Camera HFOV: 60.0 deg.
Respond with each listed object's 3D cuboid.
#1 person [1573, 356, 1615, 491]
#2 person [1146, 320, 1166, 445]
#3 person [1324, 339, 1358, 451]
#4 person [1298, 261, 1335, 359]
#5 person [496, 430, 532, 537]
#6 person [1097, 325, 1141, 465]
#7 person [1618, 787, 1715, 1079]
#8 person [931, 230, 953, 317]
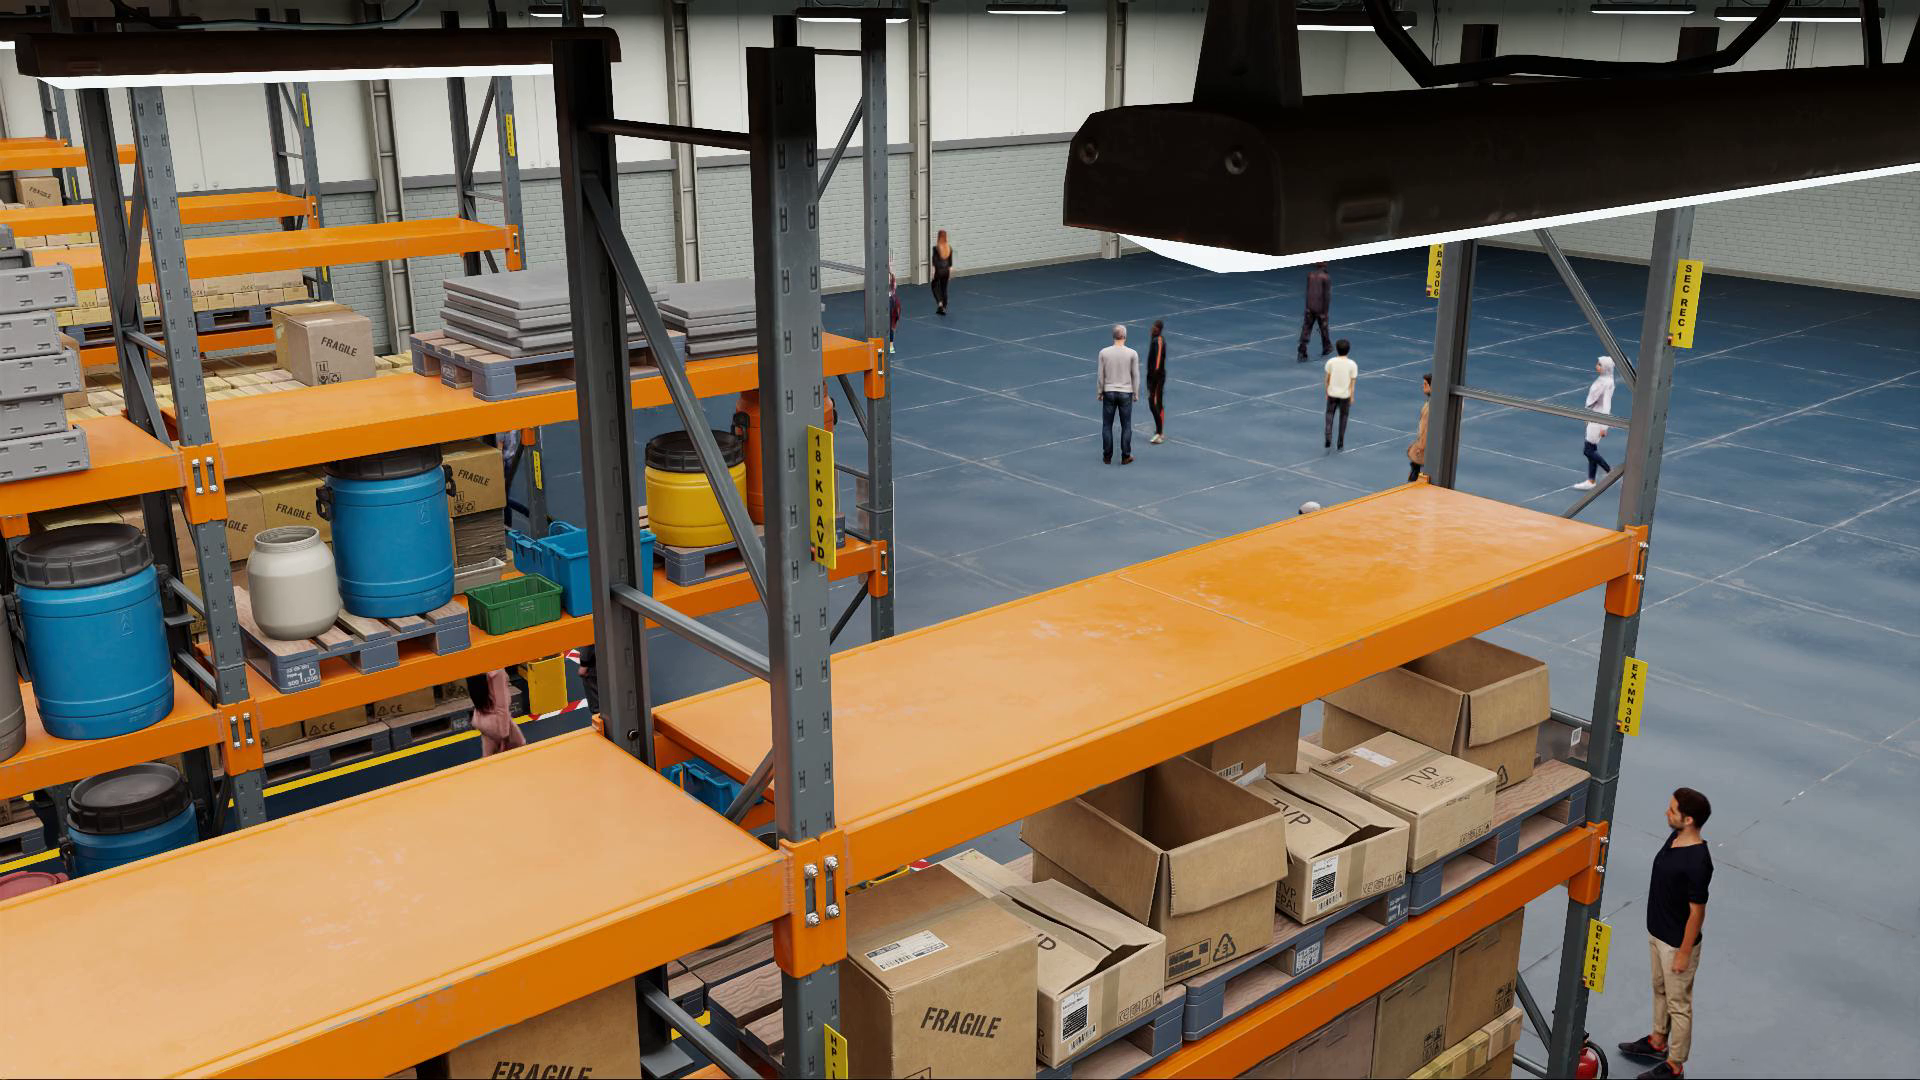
[{"bbox_3d":[8.275,-1.482,21.375,0.891,1.765,0.840,3,18,9],"label":"person"},{"bbox_3d":[2.840,-2.295,23.837,0.864,1.786,0.850,3,18,10],"label":"person"},{"bbox_3d":[5.314,-2.021,23.322,0.752,1.584,0.825,7,19,20],"label":"person"},{"bbox_3d":[6.211,-4.051,29.220,0.829,1.792,1.255,15,24,39],"label":"person"},{"bbox_3d":[-5.249,-0.837,19.485,0.963,1.708,0.902,2,18,5],"label":"person"},{"bbox_3d":[2.155,-1.980,22.689,0.830,1.899,0.866,3,18,10],"label":"person"},{"bbox_3d":[4.157,2.287,9.655,0.759,1.855,0.701,1,18,3],"label":"person"},{"bbox_3d":[-0.338,-5.323,33.271,0.630,1.702,0.753,-9,20,-25],"label":"person"}]
